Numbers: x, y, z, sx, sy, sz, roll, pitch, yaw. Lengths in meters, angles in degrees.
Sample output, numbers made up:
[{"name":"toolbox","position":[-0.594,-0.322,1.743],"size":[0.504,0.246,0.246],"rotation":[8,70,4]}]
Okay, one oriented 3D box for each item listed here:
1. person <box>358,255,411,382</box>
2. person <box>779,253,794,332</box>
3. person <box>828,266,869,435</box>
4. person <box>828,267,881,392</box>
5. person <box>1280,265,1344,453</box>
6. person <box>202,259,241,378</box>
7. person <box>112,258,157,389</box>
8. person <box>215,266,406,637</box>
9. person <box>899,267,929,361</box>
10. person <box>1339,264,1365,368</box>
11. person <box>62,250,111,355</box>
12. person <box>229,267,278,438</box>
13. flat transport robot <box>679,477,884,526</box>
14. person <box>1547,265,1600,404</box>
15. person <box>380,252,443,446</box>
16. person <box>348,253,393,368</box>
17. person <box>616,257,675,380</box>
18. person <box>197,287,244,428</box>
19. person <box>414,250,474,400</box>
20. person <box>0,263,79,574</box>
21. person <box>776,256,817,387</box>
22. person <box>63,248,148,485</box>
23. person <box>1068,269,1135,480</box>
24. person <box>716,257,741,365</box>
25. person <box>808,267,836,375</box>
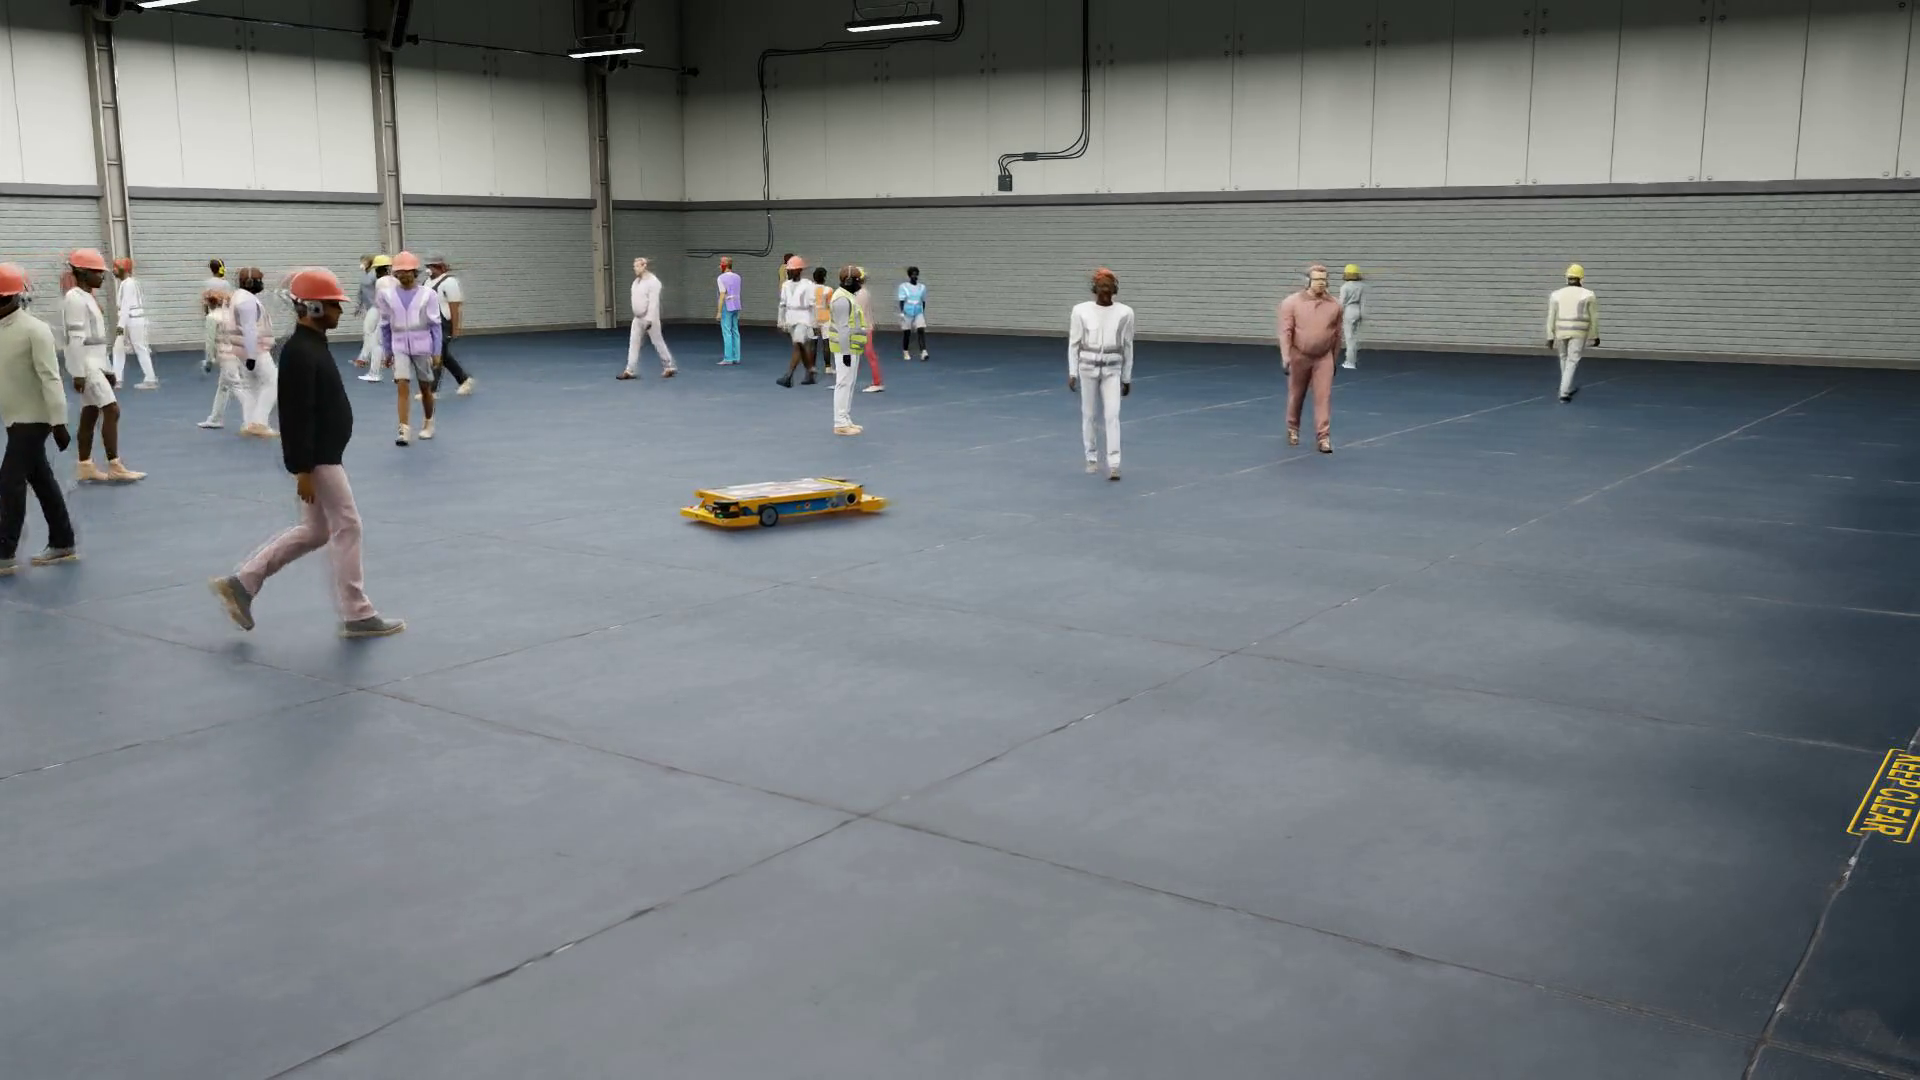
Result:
[{"name":"person","position":[-8.623,-3.284,24.791],"size":[0.870,1.891,0.610],"rotation":[2,10,9]},{"name":"person","position":[-4.006,-5.799,39.028],"size":[0.430,1.845,0.624],"rotation":[-6,12,-29]},{"name":"person","position":[-1.211,-2.063,18.145],"size":[0.428,1.835,0.626],"rotation":[1,10,4]},{"name":"person","position":[-1.473,-2.904,23.099],"size":[0.817,1.732,0.535],"rotation":[-3,11,-18]},{"name":"person","position":[3.545,-1.842,16.831],"size":[0.641,1.863,0.988],"rotation":[0,10,2]},{"name":"person","position":[-11.433,-3.396,25.592],"size":[0.516,1.845,0.761],"rotation":[4,11,20]},{"name":"person","position":[-11.896,-3.053,23.588],"size":[0.849,1.850,0.599],"rotation":[-7,12,-33]},{"name":"person","position":[-3.441,-0.438,8.687],"size":[0.859,1.966,0.613],"rotation":[-3,11,-18]},{"name":"person","position":[-0.818,-3.975,29.335],"size":[0.541,1.651,0.873],"rotation":[-3,11,-17]},{"name":"person","position":[6.466,-3.741,27.797],"size":[0.506,1.723,0.592],"rotation":[-6,12,-31]},{"name":"person","position":[-15.571,-4.170,29.596],"size":[0.634,1.950,0.989],"rotation":[6,12,32]},{"name":"person","position":[-7.503,-1.988,17.734],"size":[0.484,1.829,0.634],"rotation":[-7,12,-34]},{"name":"flat transport robot","position":[-1.343,-0.301,12.631],"size":[1.431,0.197,0.652],"rotation":[-8,13,-37]},{"name":"person","position":[8.054,-2.688,21.755],"size":[0.598,1.784,0.923],"rotation":[10,14,44]},{"name":"person","position":[-5.689,-1.990,17.291],"size":[0.628,1.989,1.042],"rotation":[-1,10,-5]},{"name":"person","position":[-9.977,-3.848,27.951],"size":[0.951,1.897,0.654],"rotation":[-9,13,-40]},{"name":"person","position":[-4.807,-3.398,25.545],"size":[0.649,1.866,0.977],"rotation":[9,13,40]},{"name":"person","position":[-8.143,-2.012,18.519],"size":[0.861,1.592,0.546],"rotation":[1,10,7]},{"name":"person","position":[-6.972,-2.927,22.383],"size":[0.689,2.000,0.960],"rotation":[9,13,40]},{"name":"person","position":[-6.017,-0.754,10.472],"size":[0.678,1.941,0.889],"rotation":[7,12,35]},{"name":"person","position":[-2.388,-3.169,24.178],"size":[0.568,1.883,0.985],"rotation":[6,12,32]},{"name":"person","position":[-7.343,-1.482,14.313],"size":[0.690,2.026,0.645],"rotation":[-4,11,-20]},{"name":"person","position":[1.257,-1.472,14.801],"size":[0.583,1.869,0.668],"rotation":[1,10,3]},{"name":"person","position":[-3.934,-3.895,28.356],"size":[0.375,1.841,0.575],"rotation":[5,11,28]},{"name":"person","position":[-2.204,-3.458,26.322],"size":[0.532,1.697,0.319],"rotation":[4,11,21]}]
